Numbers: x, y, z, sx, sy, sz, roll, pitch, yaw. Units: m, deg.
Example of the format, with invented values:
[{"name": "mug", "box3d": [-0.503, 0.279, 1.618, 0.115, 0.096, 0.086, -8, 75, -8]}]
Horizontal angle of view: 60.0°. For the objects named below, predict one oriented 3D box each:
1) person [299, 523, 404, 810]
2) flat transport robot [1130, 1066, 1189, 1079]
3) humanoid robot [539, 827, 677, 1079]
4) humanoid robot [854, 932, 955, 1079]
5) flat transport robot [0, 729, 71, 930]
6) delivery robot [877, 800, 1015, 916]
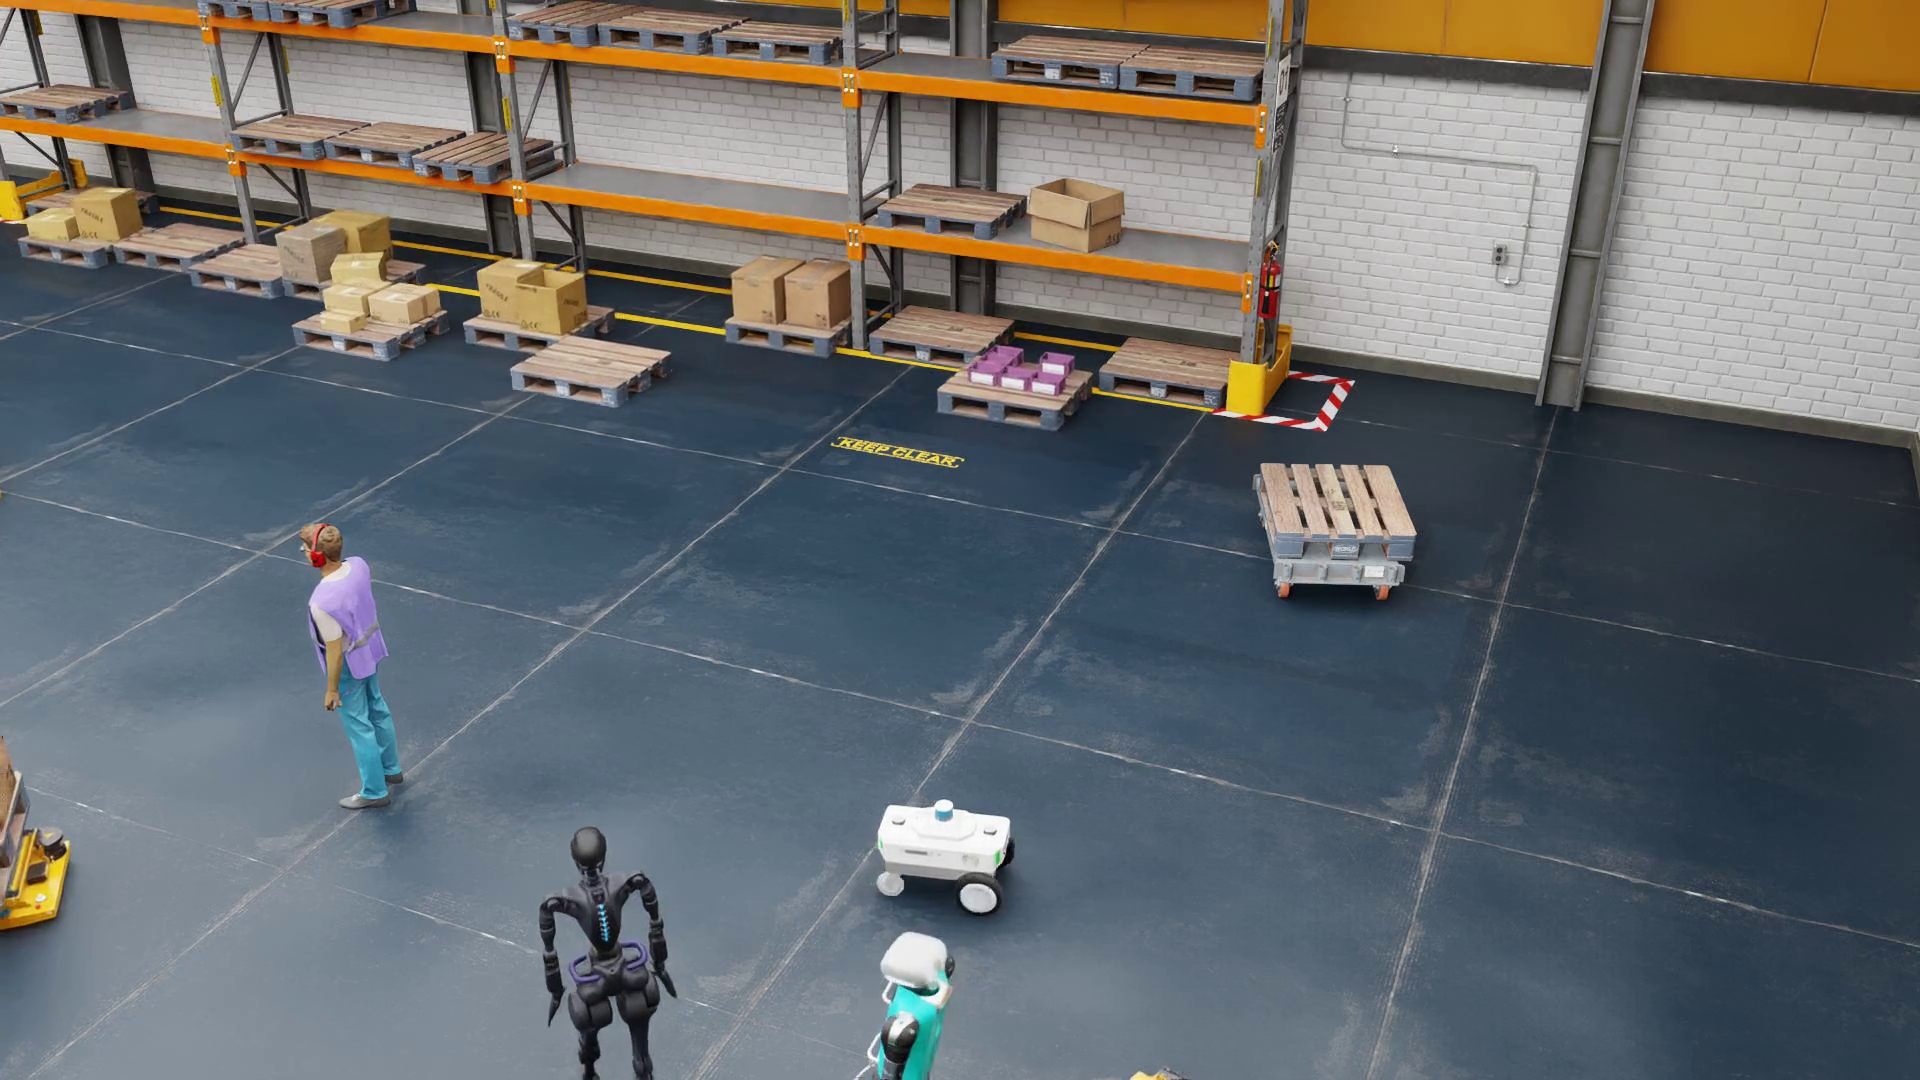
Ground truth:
[{"name": "person", "box3d": [-3.564, 0.741, 9.774, 0.375, 1.843, 0.569, 2, 27, 4]}, {"name": "flat transport robot", "box3d": [1.189, 2.869, 7.370, 1.431, 0.231, 0.659, 22, 34, 36]}, {"name": "humanoid robot", "box3d": [-1.607, 1.984, 7.576, 0.589, 1.626, 0.717, -12, 30, -22]}, {"name": "humanoid robot", "box3d": [-0.467, 2.323, 6.825, 0.875, 1.775, 0.594, 9, 29, 17]}, {"name": "flat transport robot", "box3d": [-5.719, 1.964, 9.124, 1.431, 0.231, 0.659, -9, 29, -17]}, {"name": "delivery robot", "box3d": [-0.091, 1.717, 9.275, 0.756, 0.580, 0.499, 5, 28, 9]}]
